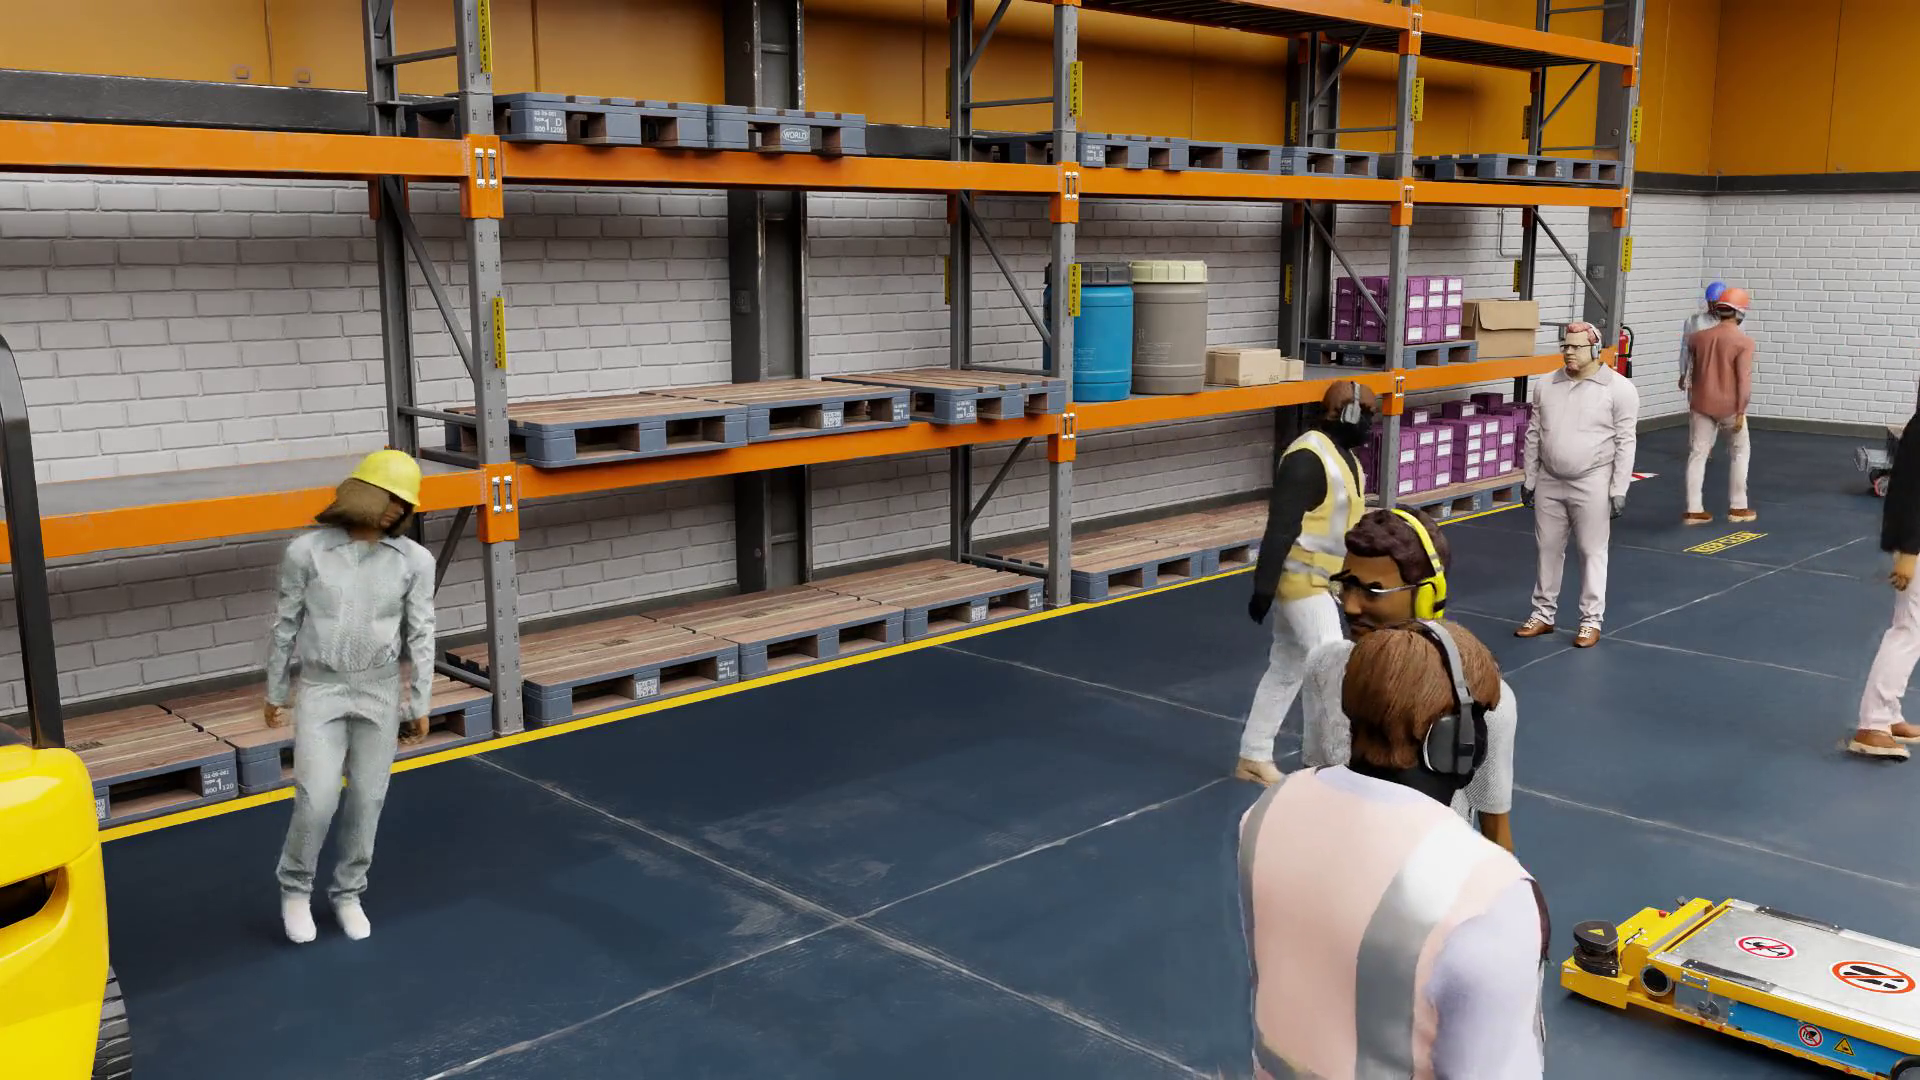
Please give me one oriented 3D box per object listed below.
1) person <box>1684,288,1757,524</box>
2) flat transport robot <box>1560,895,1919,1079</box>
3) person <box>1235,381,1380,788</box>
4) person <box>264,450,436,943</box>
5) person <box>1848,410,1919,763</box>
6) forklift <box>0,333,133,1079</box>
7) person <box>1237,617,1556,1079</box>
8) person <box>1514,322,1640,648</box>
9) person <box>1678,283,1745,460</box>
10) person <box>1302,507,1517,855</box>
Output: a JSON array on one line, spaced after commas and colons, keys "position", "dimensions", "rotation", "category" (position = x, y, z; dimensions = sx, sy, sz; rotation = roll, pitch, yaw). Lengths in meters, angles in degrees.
[{"position": [6.417, -1.119, 13.929], "dimensions": [0.820, 1.961, 0.622], "rotation": [-7, 12, -33], "category": "person"}, {"position": [2.633, 1.374, 4.980], "dimensions": [0.652, 0.197, 1.431], "rotation": [-10, 15, -44], "category": "flat transport robot"}, {"position": [1.582, 0.222, 7.134], "dimensions": [0.822, 1.787, 0.699], "rotation": [5, 12, 25], "category": "person"}, {"position": [-2.055, 0.537, 5.658], "dimensions": [0.567, 1.688, 0.370], "rotation": [-5, 12, -27], "category": "person"}, {"position": [4.455, 0.039, 7.700], "dimensions": [0.497, 1.943, 0.761], "rotation": [5, 12, 27], "category": "person"}, {"position": [-3.289, 0.485, 4.582], "dimensions": [1.214, 2.155, 2.313], "rotation": [-10, 14, -44], "category": "forklift"}, {"position": [0.661, 1.024, 2.635], "dimensions": [0.468, 1.828, 0.656], "rotation": [-5, 11, -23], "category": "person"}, {"position": [3.602, -0.325, 9.783], "dimensions": [0.403, 1.906, 0.651], "rotation": [-10, 14, -44], "category": "person"}, {"position": [7.945, -1.754, 17.587], "dimensions": [0.641, 1.893, 0.979], "rotation": [4, 11, 23], "category": "person"}, {"position": [0.890, 0.848, 3.501], "dimensions": [0.310, 1.864, 0.532], "rotation": [-10, 14, -44], "category": "person"}]
